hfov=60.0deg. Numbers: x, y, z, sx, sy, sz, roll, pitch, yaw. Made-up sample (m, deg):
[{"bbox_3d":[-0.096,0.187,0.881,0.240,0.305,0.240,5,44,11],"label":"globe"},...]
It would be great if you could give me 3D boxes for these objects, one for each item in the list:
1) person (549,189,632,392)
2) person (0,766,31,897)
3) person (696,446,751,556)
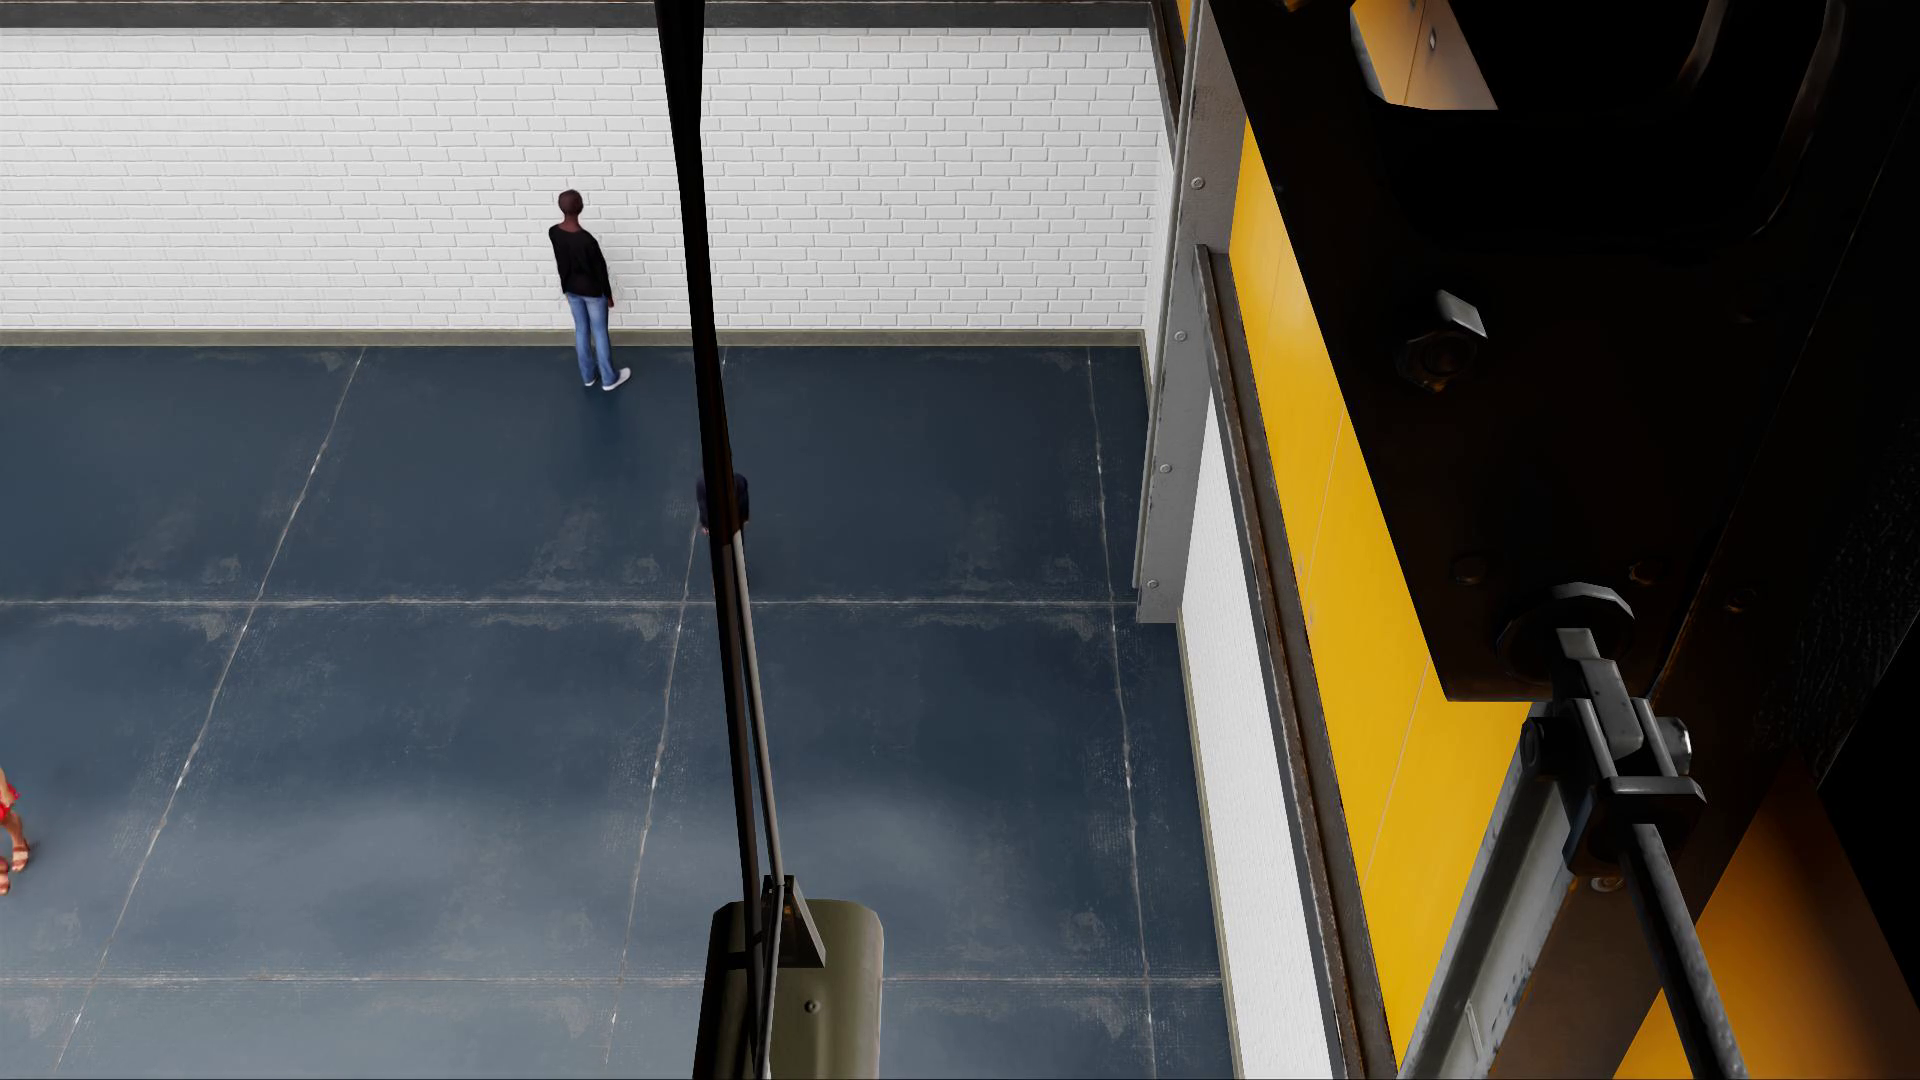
[{"bbox_3d":[-2.899,-1.926,12.867,0.671,1.749,0.666,17,46,17],"label":"person"},{"bbox_3d":[-5.637,1.344,9.561,0.682,1.574,0.750,-10,44,-10],"label":"person"},{"bbox_3d":[-1.615,-0.138,11.386,0.571,1.203,0.699,-8,44,-8],"label":"person"}]
